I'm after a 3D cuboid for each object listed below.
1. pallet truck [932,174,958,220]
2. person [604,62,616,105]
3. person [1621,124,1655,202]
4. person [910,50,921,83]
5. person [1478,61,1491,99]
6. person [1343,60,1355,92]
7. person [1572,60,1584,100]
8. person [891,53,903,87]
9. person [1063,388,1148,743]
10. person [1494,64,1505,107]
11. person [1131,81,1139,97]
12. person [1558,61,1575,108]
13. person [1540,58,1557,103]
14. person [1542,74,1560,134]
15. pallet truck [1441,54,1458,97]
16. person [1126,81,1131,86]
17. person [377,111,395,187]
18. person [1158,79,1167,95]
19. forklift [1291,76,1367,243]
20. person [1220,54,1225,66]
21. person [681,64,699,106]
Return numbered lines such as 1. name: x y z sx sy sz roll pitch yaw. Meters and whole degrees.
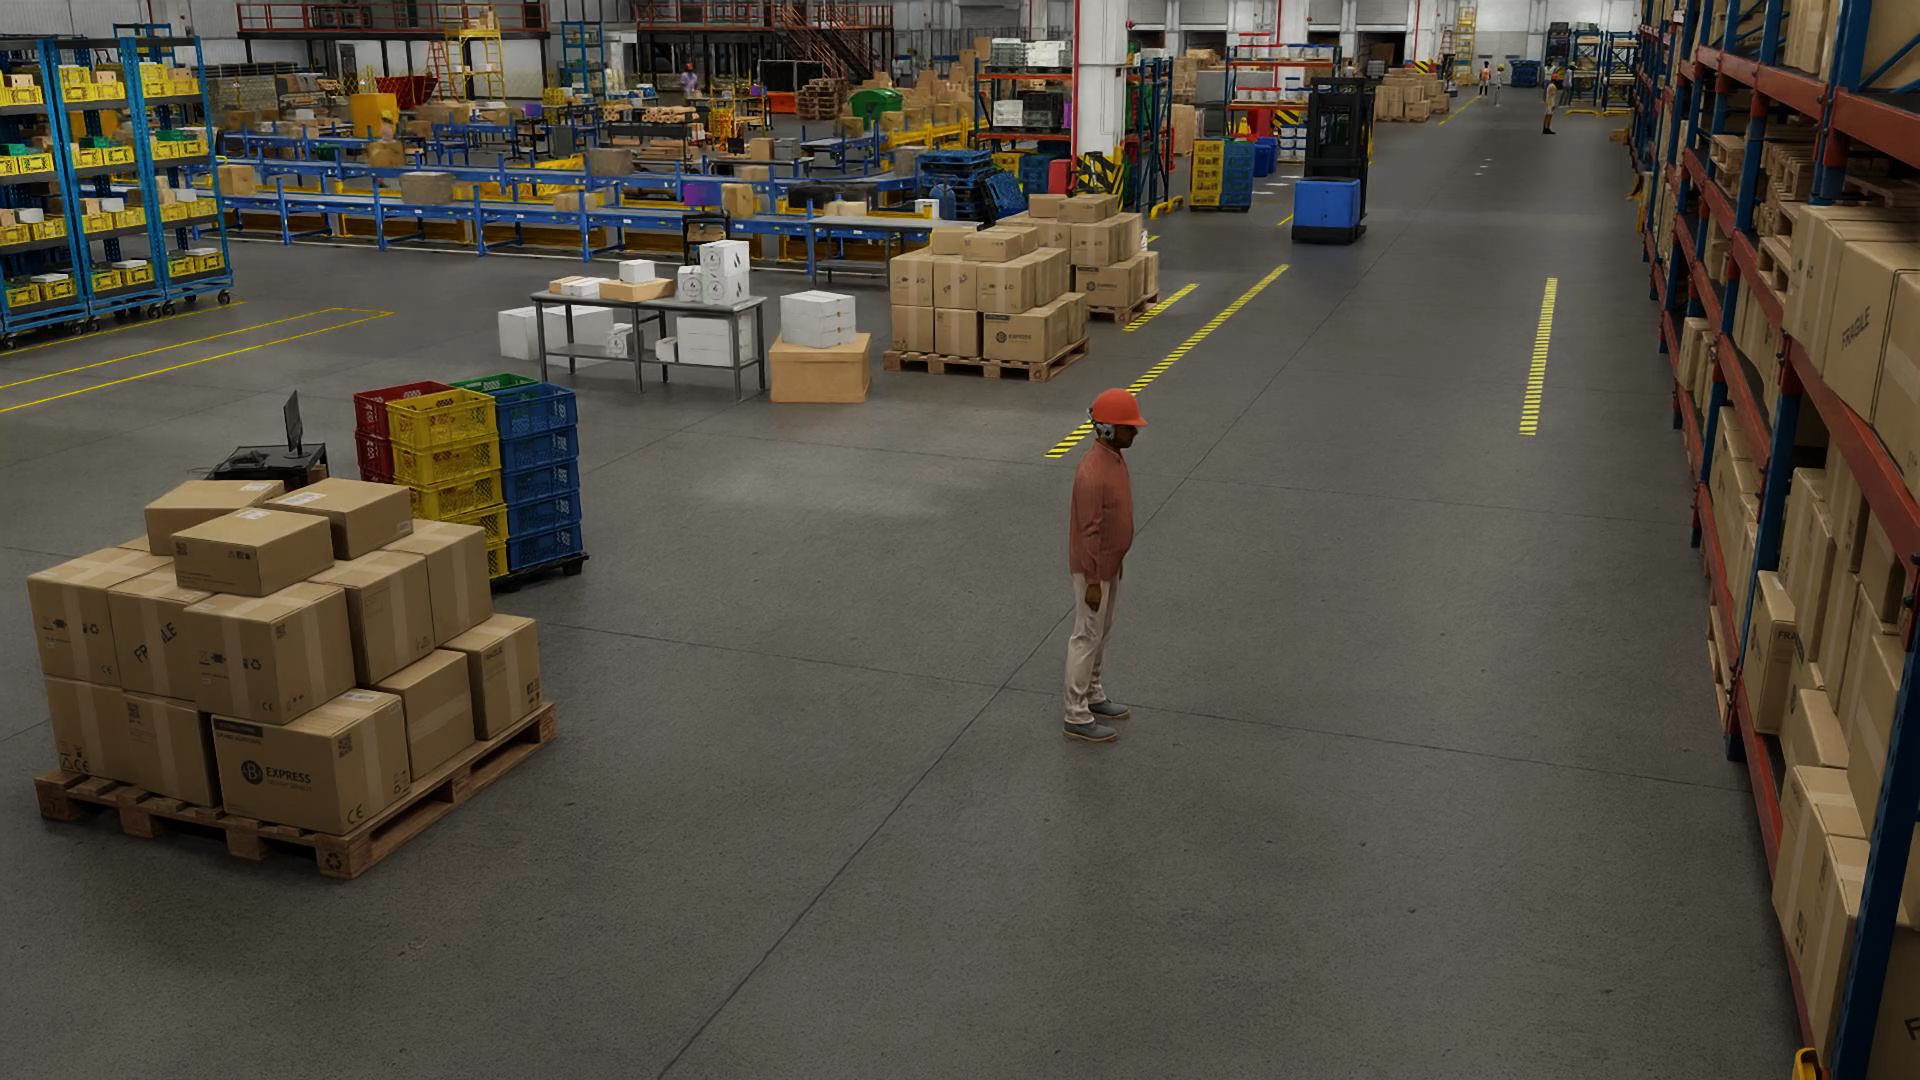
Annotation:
1. pallet truck: -0.507 -5.292 27.348 0.653 1.274 1.630 6 19 19
2. person: -14.853 -19.270 70.352 0.617 1.867 0.588 5 18 17
3. person: 14.540 -7.932 35.086 0.887 1.641 0.543 7 19 20
4. person: -2.436 -26.438 92.988 0.650 1.789 0.944 -7 19 -21
5. person: 24.329 -21.332 77.101 0.534 1.699 0.318 7 19 22
6. person: 17.059 -20.092 72.933 0.538 1.866 0.313 7 19 22
7. person: 27.690 -20.619 74.679 0.829 1.799 0.549 -5 18 -16
8. person: -3.197 -23.439 83.417 0.557 1.882 0.990 6 19 17
9. person: 0.805 0.134 9.194 0.416 1.985 0.611 6 19 17
10. person: 22.921 -19.305 70.655 0.285 1.746 0.487 8 19 24
11. person: 5.757 -14.374 55.045 0.616 1.816 0.421 6 19 19
12. person: 25.495 -19.120 69.844 0.540 1.898 0.596 6 18 17
13. person: 25.919 -20.206 73.206 0.375 1.917 0.598 -15 23 -38
14. person: 19.522 -14.387 54.890 0.379 1.938 0.547 0 18 -1
15. pallet truck: 22.765 -21.886 78.355 0.823 1.965 1.885 -4 18 -14
16. person: 6.058 -16.126 60.260 0.393 1.995 0.612 -1 18 -4
17. person: -13.067 -8.974 38.220 0.891 1.720 0.538 -3 18 -9
18. person: 6.983 -15.071 57.490 0.708 1.651 0.597 -1 18 -2
19. forklift: 6.598 -6.755 29.381 1.129 2.768 1.873 6 19 19
20. person: 12.946 -23.395 83.381 0.610 1.824 0.638 9 20 26
21. person: -10.236 -17.095 63.302 0.636 1.990 1.049 -11 21 -31
